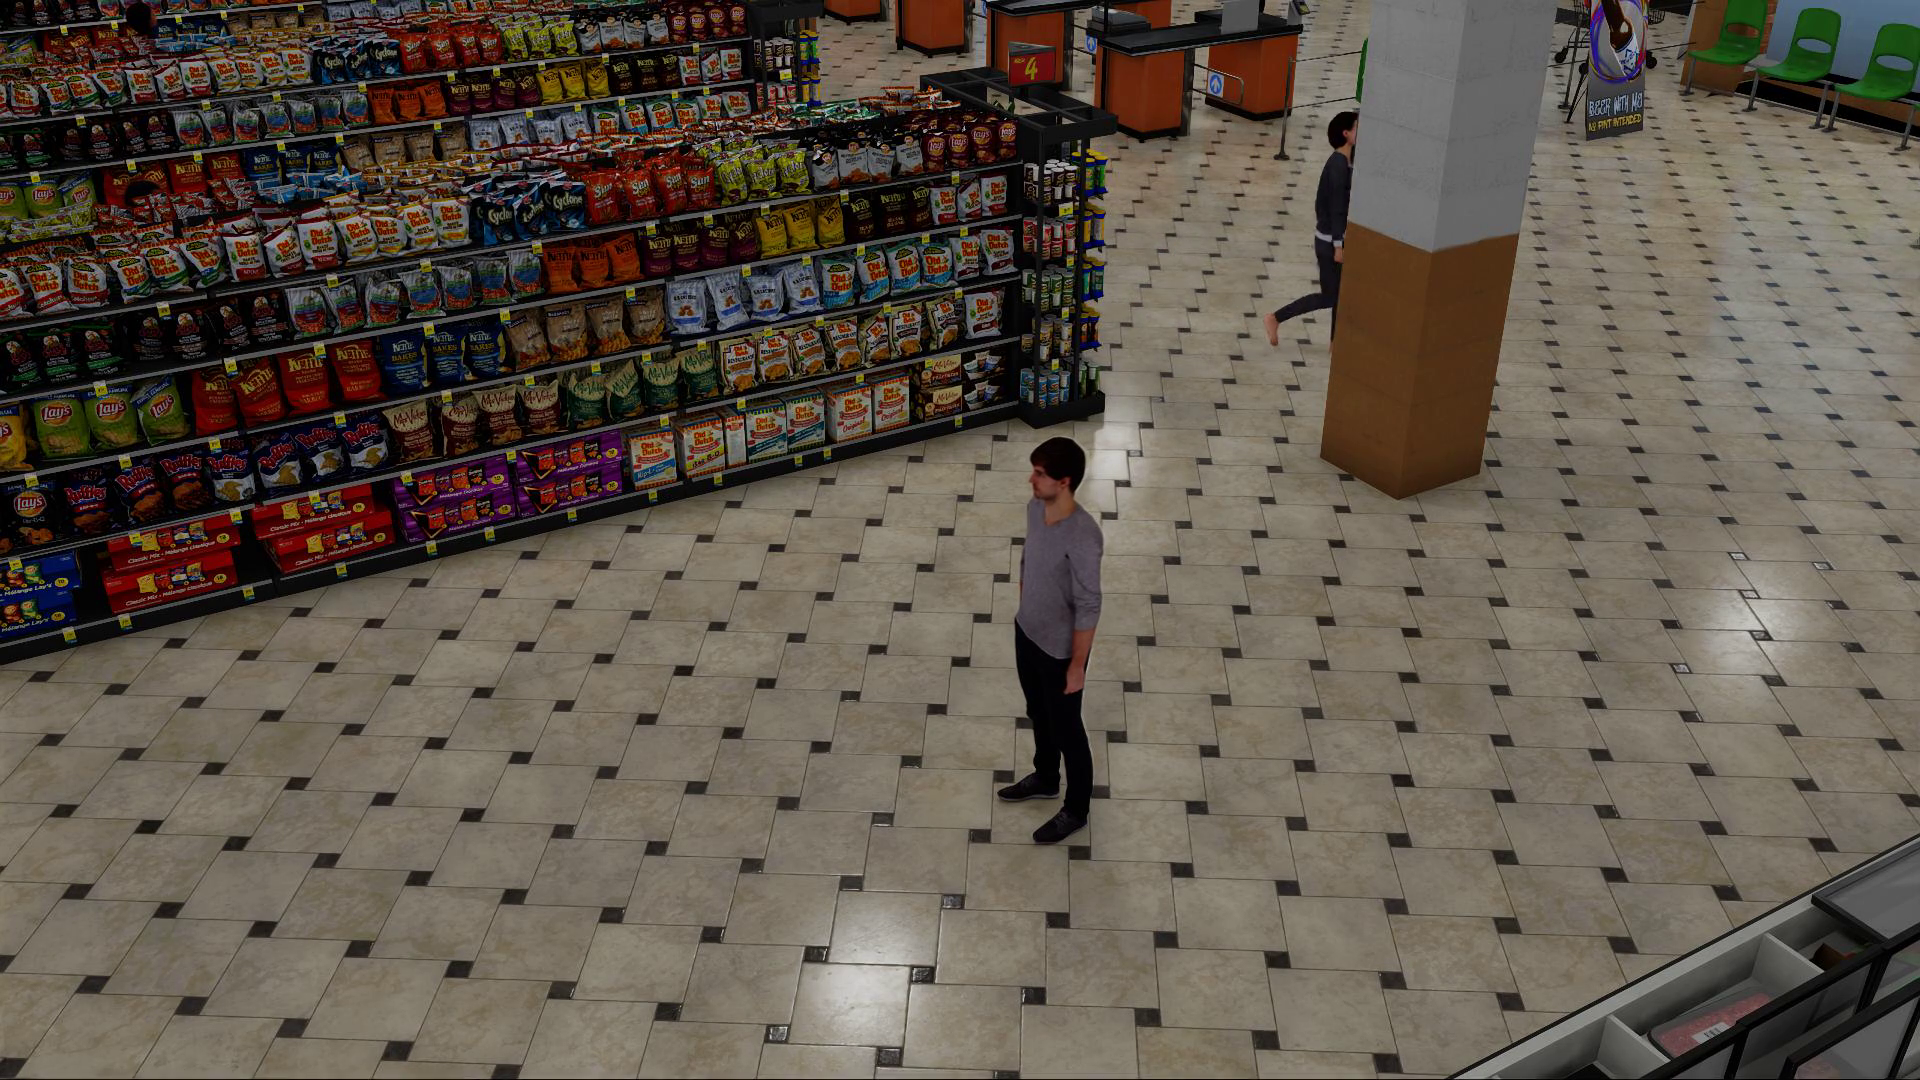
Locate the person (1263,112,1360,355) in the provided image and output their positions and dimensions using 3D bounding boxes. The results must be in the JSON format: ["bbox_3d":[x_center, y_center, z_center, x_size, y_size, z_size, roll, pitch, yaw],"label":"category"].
[{"bbox_3d":[2.534,-2.101,11.626,1.024,1.748,0.993,9,30,15],"label":"person"}]

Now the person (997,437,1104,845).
[{"bbox_3d":[0.402,0.412,6.926,0.550,1.843,0.684,-12,31,-22],"label":"person"}]
